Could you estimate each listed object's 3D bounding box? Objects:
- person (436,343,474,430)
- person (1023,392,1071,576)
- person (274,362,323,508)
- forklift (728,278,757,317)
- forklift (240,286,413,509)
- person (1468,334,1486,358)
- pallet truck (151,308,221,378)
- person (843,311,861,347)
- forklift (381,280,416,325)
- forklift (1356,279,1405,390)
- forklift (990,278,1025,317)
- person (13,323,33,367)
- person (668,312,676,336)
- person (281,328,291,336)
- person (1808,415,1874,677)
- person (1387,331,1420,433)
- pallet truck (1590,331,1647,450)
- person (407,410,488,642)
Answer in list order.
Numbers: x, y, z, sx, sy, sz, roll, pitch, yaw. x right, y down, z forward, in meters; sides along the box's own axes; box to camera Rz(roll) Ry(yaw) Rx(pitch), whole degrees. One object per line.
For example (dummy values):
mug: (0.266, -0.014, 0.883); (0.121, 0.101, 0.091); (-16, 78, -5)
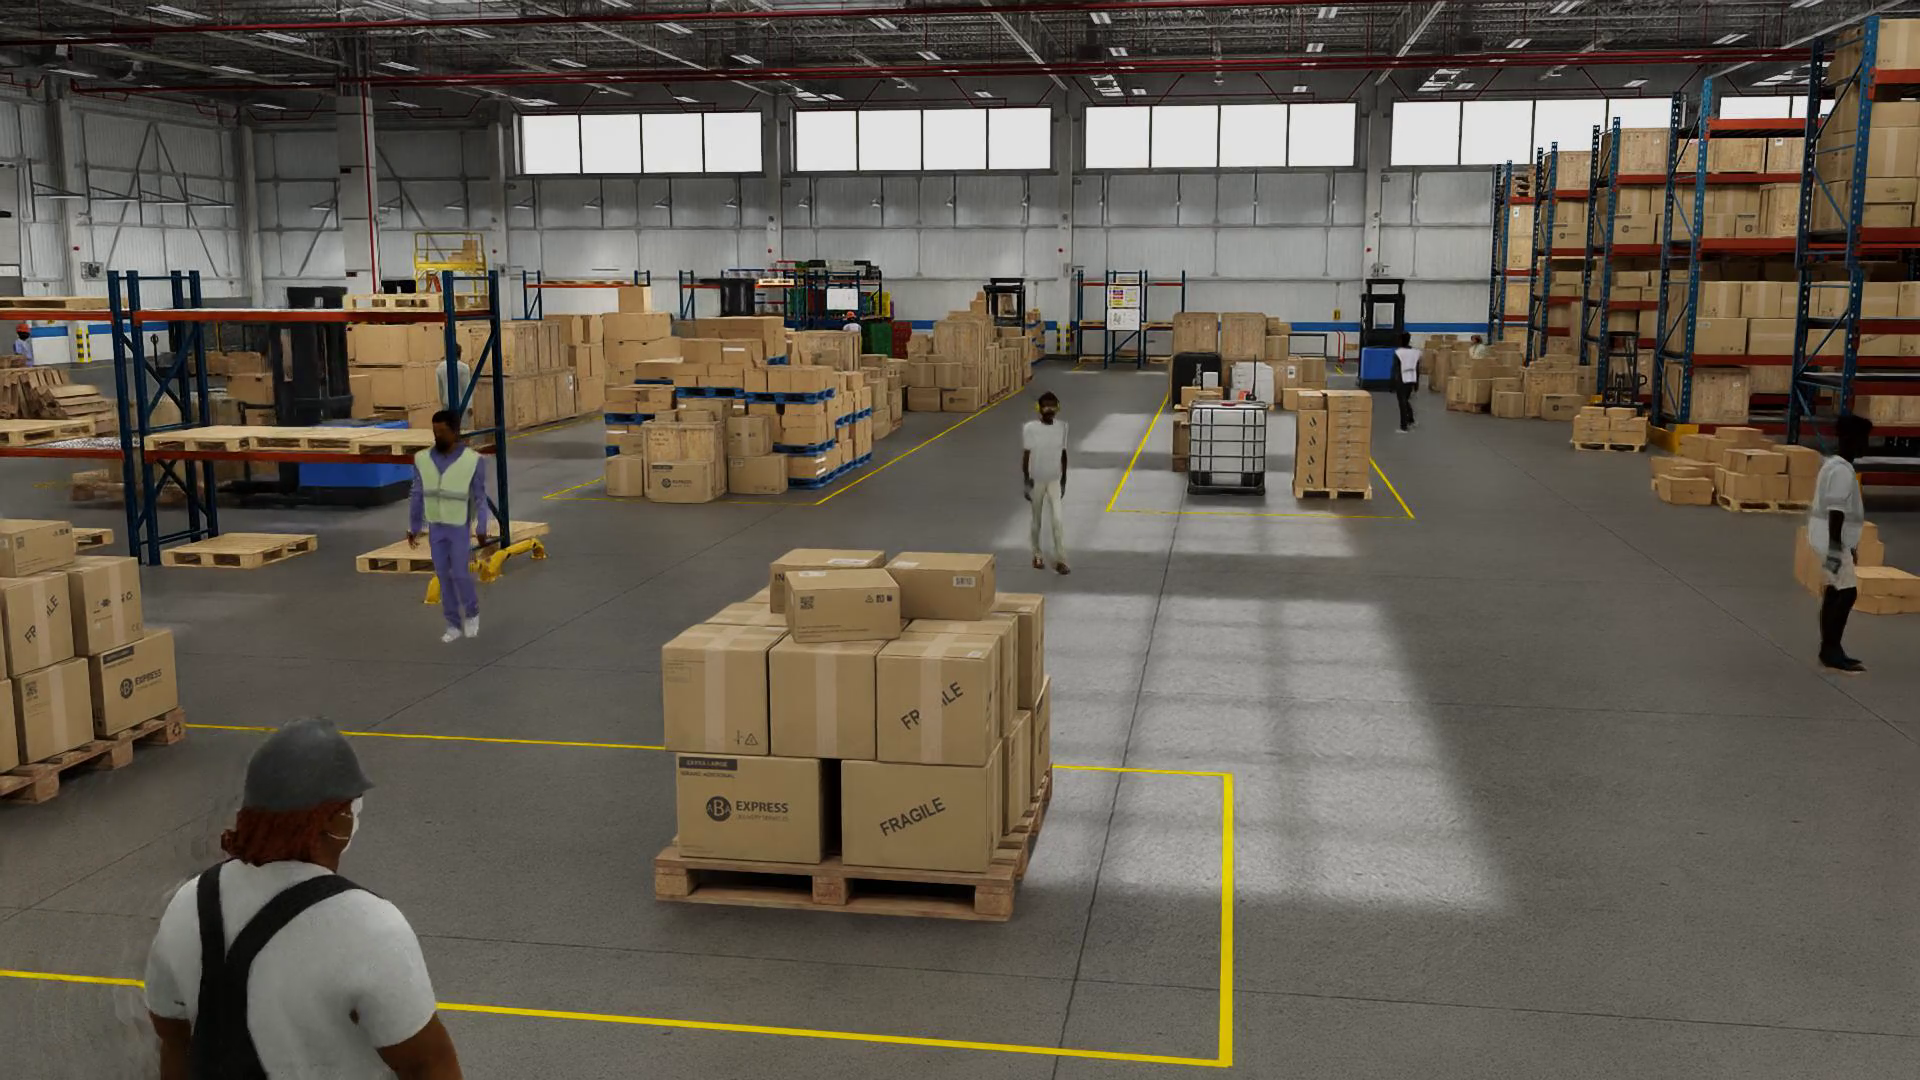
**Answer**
person: (-7.730, -2.064, 25.544); (0.628, 1.940, 0.373); (4, 10, 24)
person: (0.868, -0.557, 16.592); (0.505, 1.819, 0.972); (-2, 9, -10)
person: (-8.482, -1.358, 21.355); (0.583, 1.882, 0.338); (-4, 10, -25)
forklift: (-5.825, -5.661, 44.830); (1.873, 2.768, 1.129); (4, 10, 24)
forklift: (-8.151, -1.853, 21.343); (1.873, 2.768, 1.129); (1, 9, 9)
person: (11.478, -3.754, 36.912); (0.416, 1.623, 0.530); (-5, 10, -26)
pallet truck: (-21.869, -5.598, 47.154); (0.823, 1.965, 1.885); (4, 10, 26)
person: (-2.942, -5.249, 45.194); (0.544, 1.936, 0.379); (-6, 11, -33)
forklift: (-11.959, -4.169, 35.627); (1.873, 2.768, 1.129); (1, 9, 9)
forklift: (10.752, -5.246, 42.267); (1.129, 2.768, 1.873); (1, 9, 9)
forklift: (1.321, -5.926, 46.464); (1.129, 2.768, 1.873); (1, 9, 9)
person: (-19.513, -3.554, 34.732); (0.354, 1.939, 0.544); (-2, 9, -14)
person: (-7.732, -5.156, 44.679); (0.744, 1.917, 0.638); (-4, 10, -23)
person: (-18.027, -4.941, 44.331); (0.521, 1.598, 0.848); (-9, 13, -43)
person: (6.676, 0.030, 12.583); (0.459, 1.953, 0.635); (4, 10, 22)
person: (8.288, -2.931, 31.016); (0.608, 1.904, 0.452); (-6, 11, -31)
pallet truck: (11.253, -2.573, 28.499); (0.823, 1.965, 1.885); (5, 10, 27)
person: (-4.187, -0.108, 13.588); (0.594, 1.903, 0.453); (1, 9, 8)
